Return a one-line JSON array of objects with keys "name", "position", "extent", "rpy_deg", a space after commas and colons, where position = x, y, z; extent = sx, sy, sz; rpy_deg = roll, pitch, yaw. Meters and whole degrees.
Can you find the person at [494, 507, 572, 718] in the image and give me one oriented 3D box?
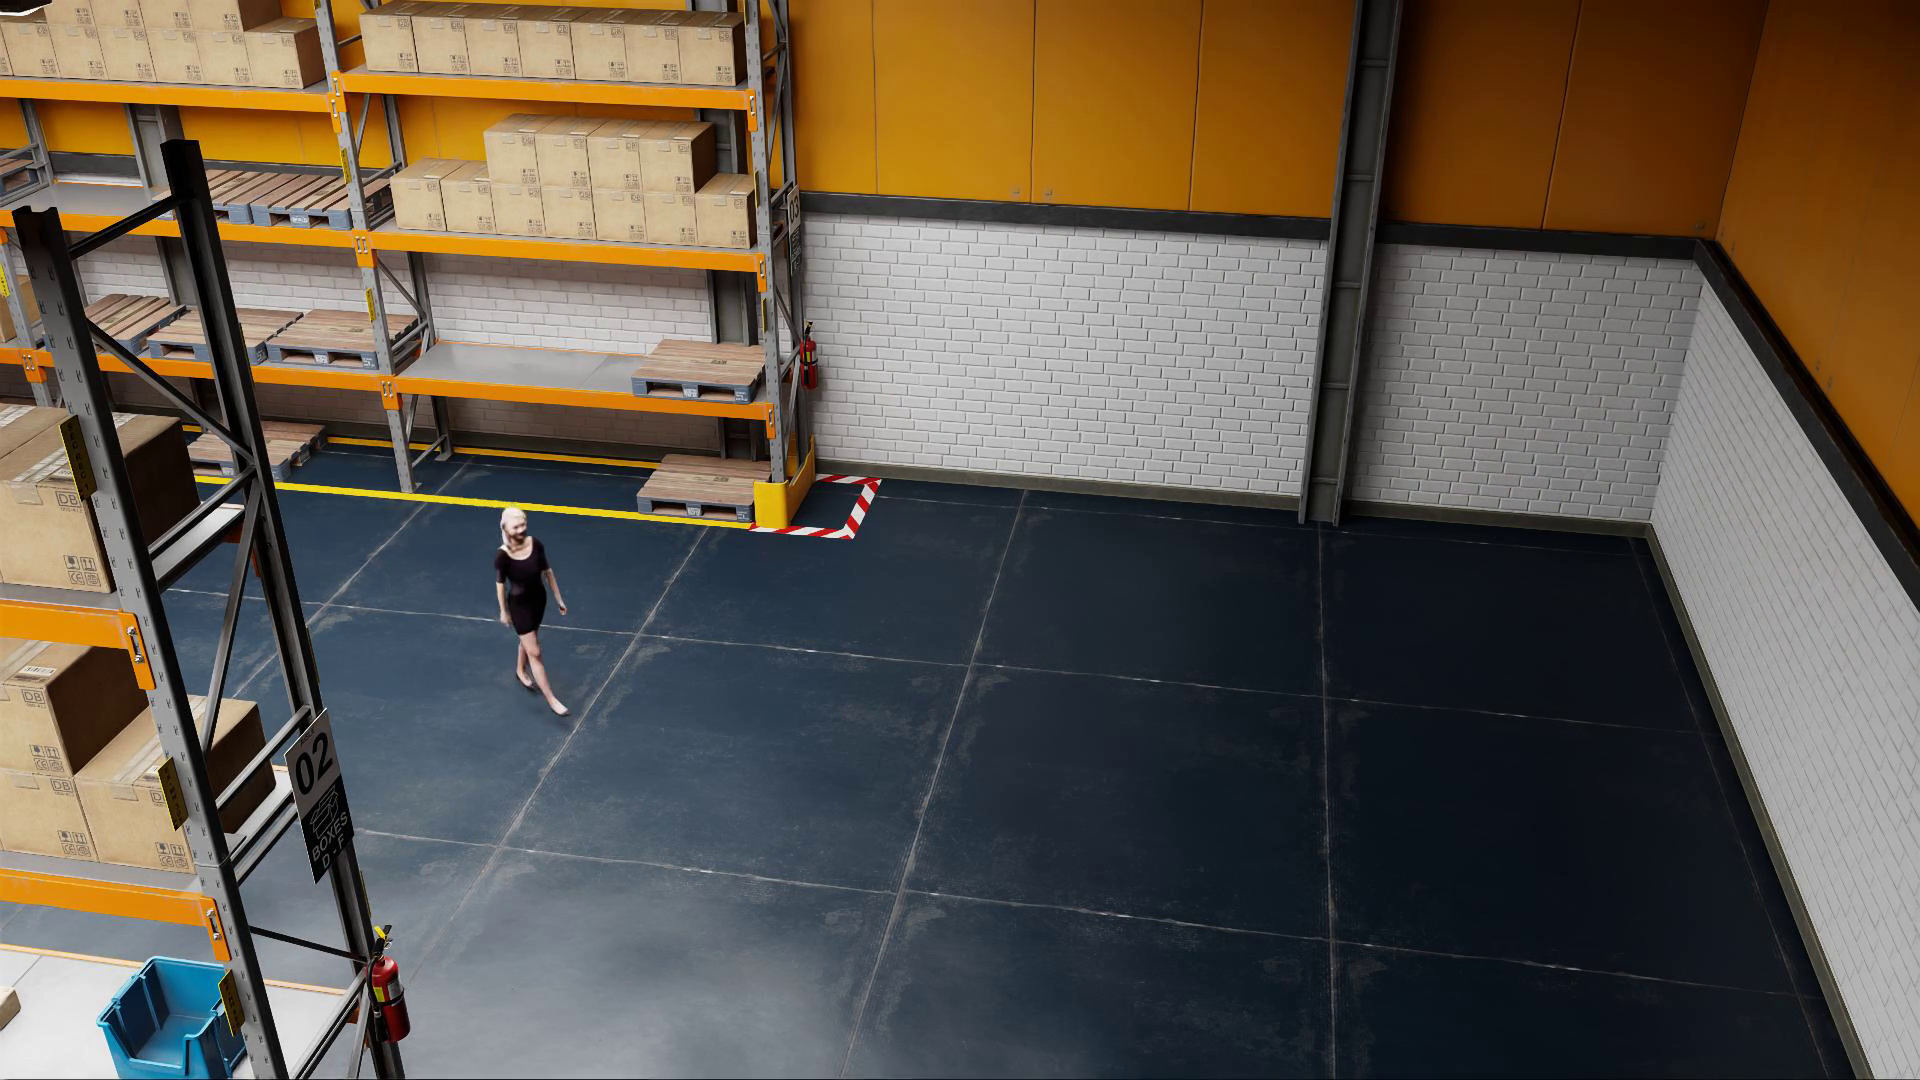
[{"name": "person", "position": [-3.560, 0.527, 13.501], "extent": [1.221, 1.788, 0.997], "rpy_deg": [22, 36, 35]}]
